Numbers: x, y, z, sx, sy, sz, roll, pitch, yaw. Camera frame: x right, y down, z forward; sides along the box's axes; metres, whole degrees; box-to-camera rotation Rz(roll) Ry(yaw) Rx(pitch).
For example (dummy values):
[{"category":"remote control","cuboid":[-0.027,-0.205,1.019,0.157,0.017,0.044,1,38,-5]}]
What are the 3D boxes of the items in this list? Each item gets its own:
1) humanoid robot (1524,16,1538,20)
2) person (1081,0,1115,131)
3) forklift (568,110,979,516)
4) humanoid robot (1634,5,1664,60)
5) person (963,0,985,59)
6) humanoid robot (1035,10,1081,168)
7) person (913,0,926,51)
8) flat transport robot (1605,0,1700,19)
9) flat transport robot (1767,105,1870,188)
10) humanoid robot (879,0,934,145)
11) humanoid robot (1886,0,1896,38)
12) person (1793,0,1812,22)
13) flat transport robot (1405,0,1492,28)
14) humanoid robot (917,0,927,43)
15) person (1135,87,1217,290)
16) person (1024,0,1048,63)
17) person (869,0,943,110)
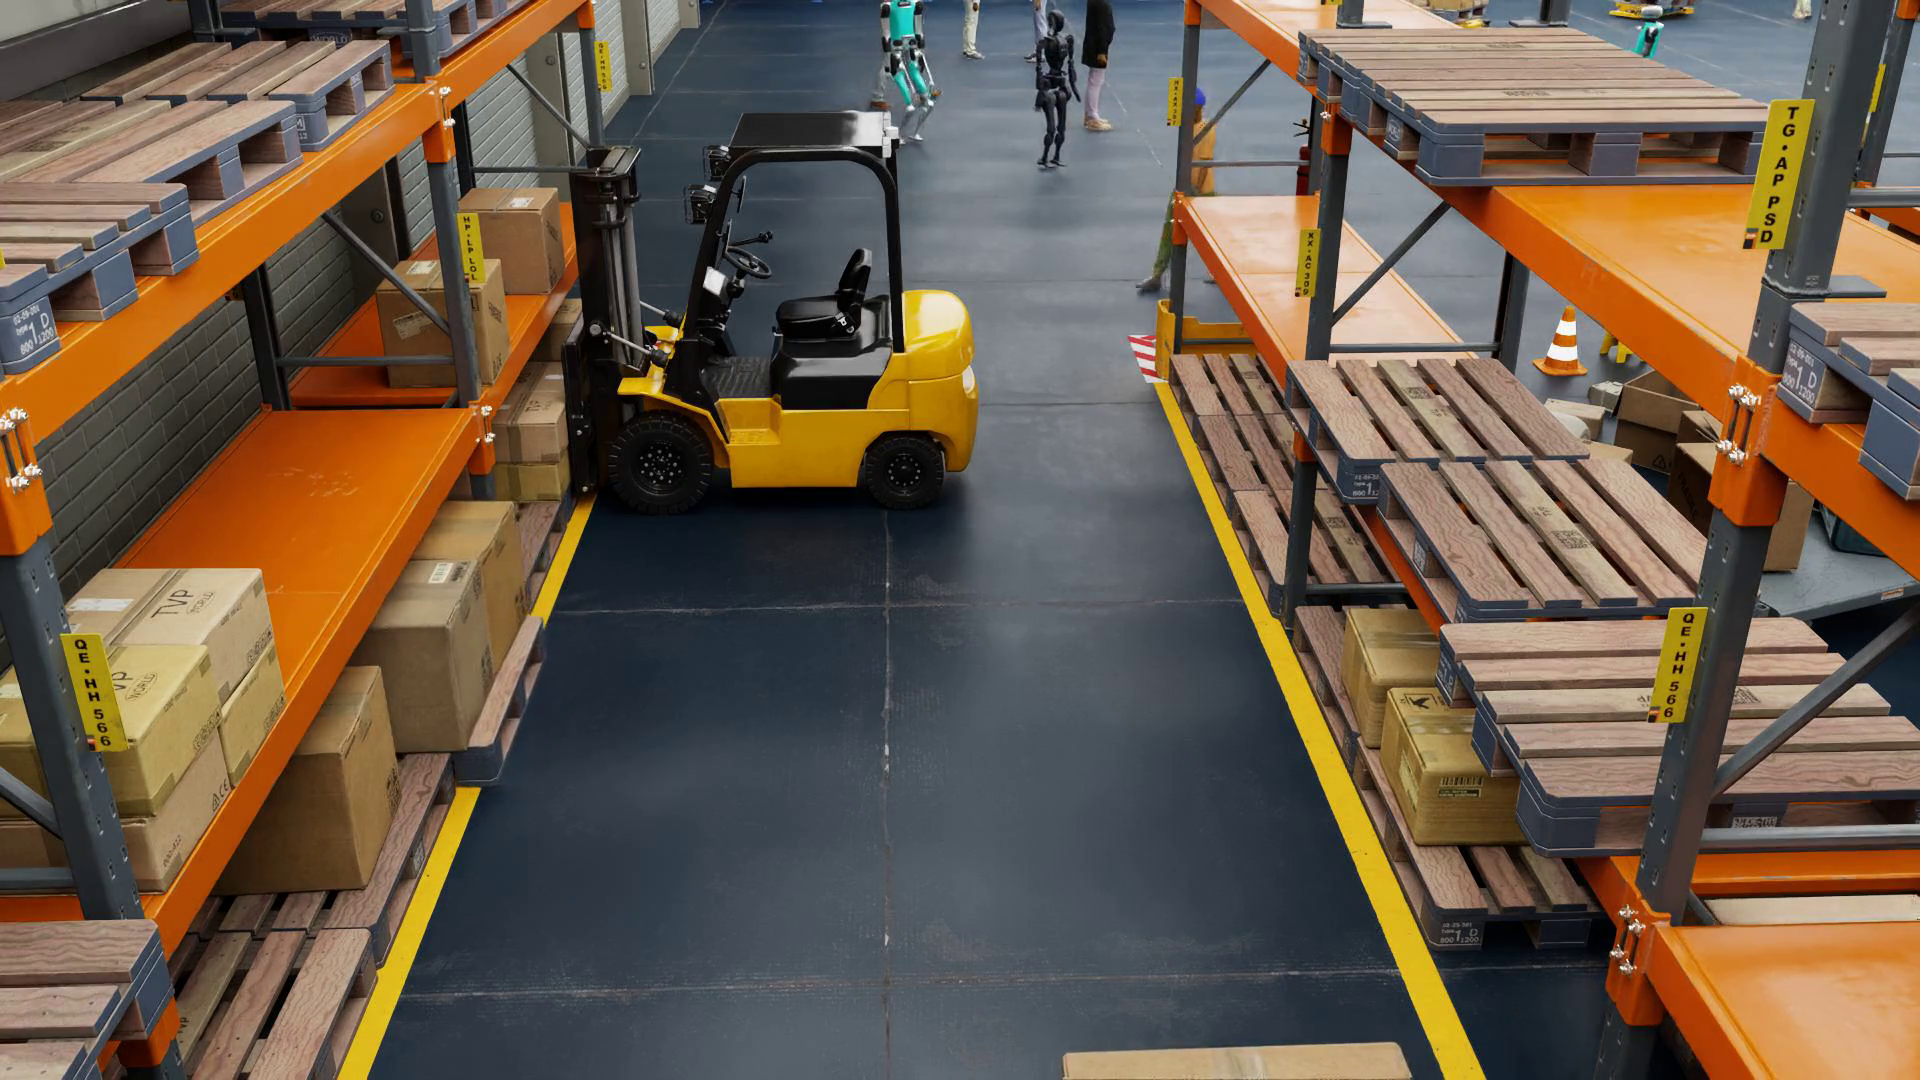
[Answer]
[{"category":"humanoid robot","cuboid":[5.867,-4.650,17.498,0.599,1.657,0.321,-4,26,-8]},{"category":"person","cuboid":[1.642,-5.842,19.817,0.405,1.854,0.544,0,25,0]},{"category":"forklift","cuboid":[-1.043,-1.379,9.976,2.313,2.155,1.214,-1,25,-2]},{"category":"humanoid robot","cuboid":[6.961,-4.849,17.903,1.008,1.773,0.532,8,26,17]},{"category":"person","cuboid":[0.215,-8.008,24.534,0.347,1.745,0.563,-4,26,-8]},{"category":"humanoid robot","cuboid":[1.059,-4.871,17.967,0.603,1.653,0.367,-20,32,-36]},{"category":"person","cuboid":[-0.754,-8.273,24.916,0.376,1.899,0.542,21,32,37]},{"category":"flat transport robot","cuboid":[11.951,-9.166,28.714,1.431,0.231,0.659,-16,30,-30]},{"category":"flat transport robot","cuboid":[8.918,-3.959,17.688,0.659,0.231,1.431,-5,26,-11]},{"category":"humanoid robot","cuboid":[-0.547,-5.383,18.942,0.532,1.760,0.710,-13,28,-26]},{"category":"humanoid robot","cuboid":[14.700,-8.790,26.337,0.747,1.647,0.587,15,29,29]},{"category":"person","cuboid":[14.379,-9.683,27.987,0.565,1.822,1.001,4,26,9]},{"category":"flat transport robot","cuboid":[7.868,-8.414,27.122,1.431,0.231,0.659,20,32,36]},{"category":"humanoid robot","cuboid":[-0.701,-8.512,25.670,0.327,1.650,0.609,5,26,10]},{"category":"person","cuboid":[1.931,-2.917,13.831,0.901,1.666,0.436,-17,30,-32]},{"category":"person","cuboid":[1.157,-7.903,24.193,0.391,1.846,0.564,-2,25,-3]},{"category":"person","cuboid":[-0.708,-6.410,21.005,1.009,1.879,0.644,-5,26,-10]}]
